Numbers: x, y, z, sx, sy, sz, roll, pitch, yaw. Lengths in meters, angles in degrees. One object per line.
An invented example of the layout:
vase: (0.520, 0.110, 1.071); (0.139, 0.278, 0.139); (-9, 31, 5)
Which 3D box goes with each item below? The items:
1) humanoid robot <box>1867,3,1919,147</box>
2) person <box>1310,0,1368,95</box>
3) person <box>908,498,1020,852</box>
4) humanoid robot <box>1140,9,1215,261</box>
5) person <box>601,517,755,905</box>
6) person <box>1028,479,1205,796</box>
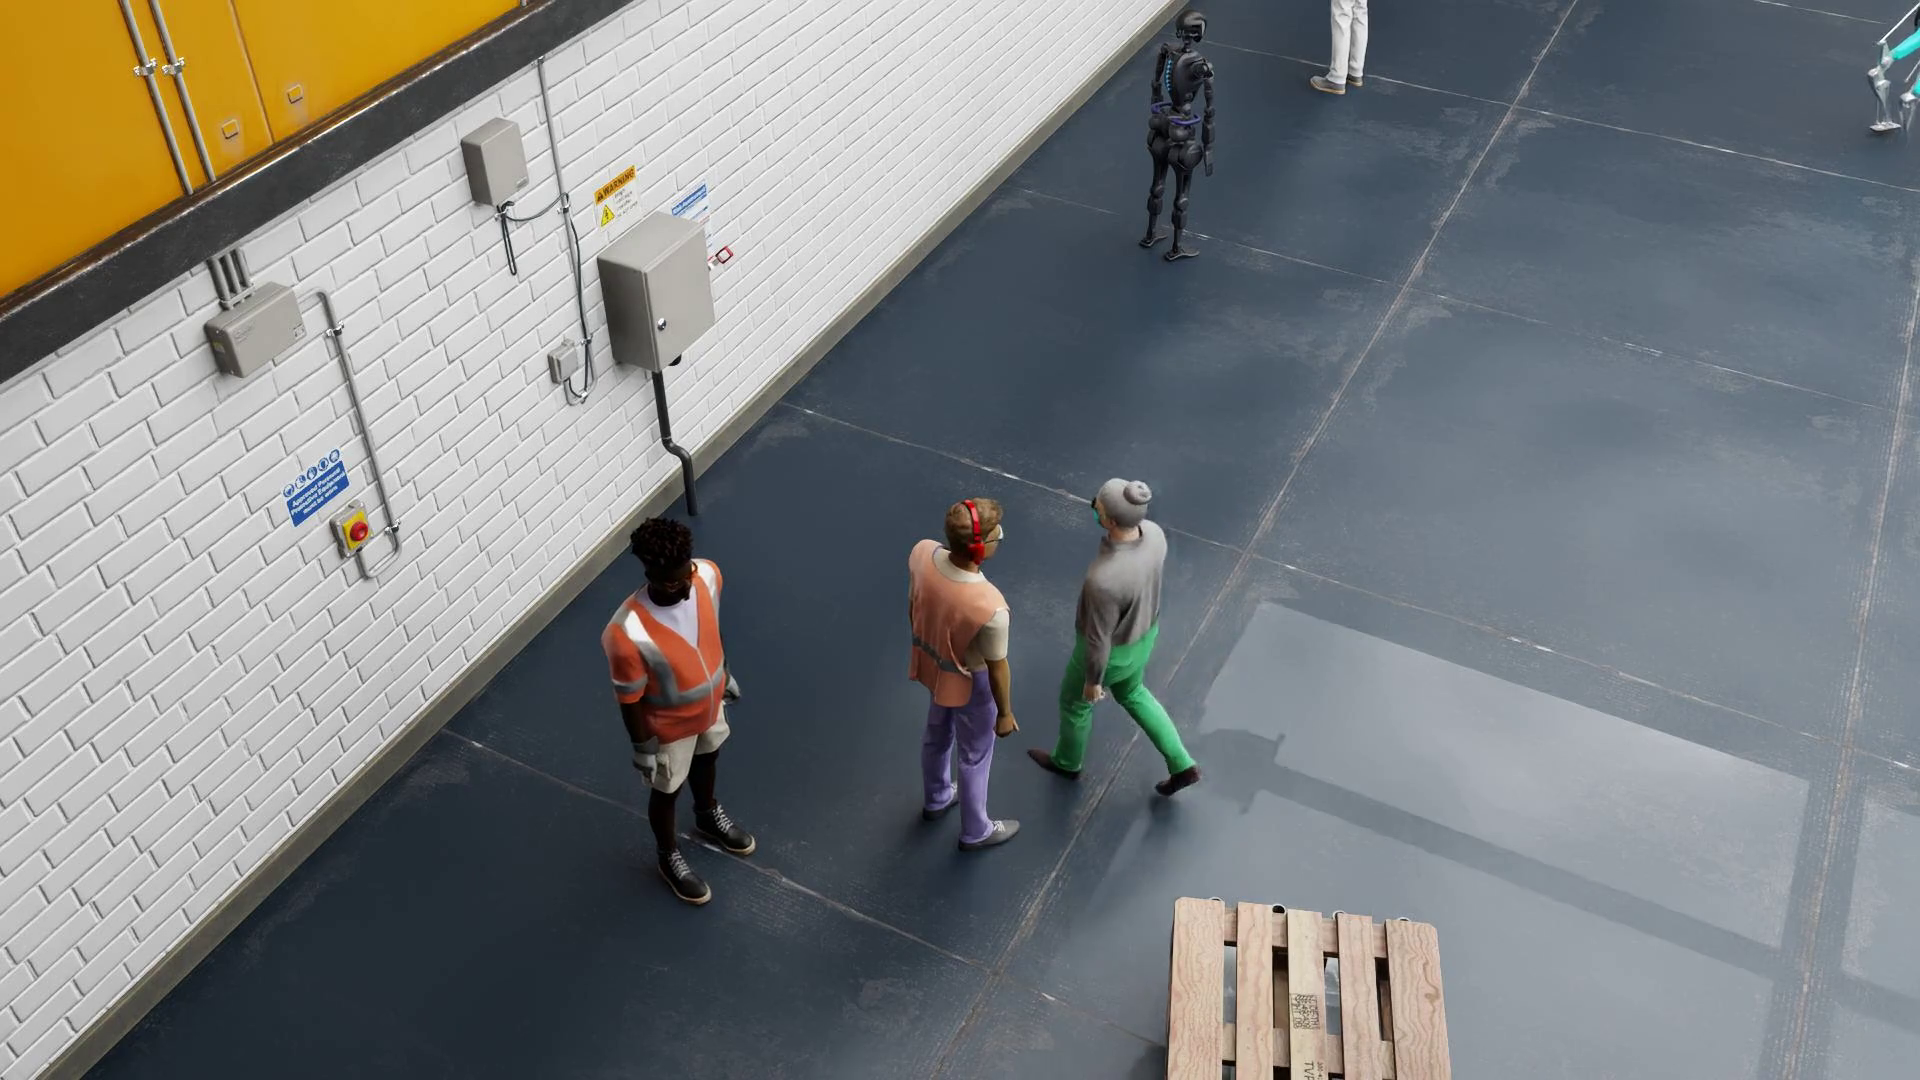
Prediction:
humanoid robot: (6.948, -3.634, 11.995); (0.732, 1.887, 0.544); (-12, 42, -13)
person: (2.969, -4.322, 12.626); (0.573, 1.875, 0.362); (-31, 49, -31)
person: (0.000, 0.587, 6.952); (0.373, 1.840, 0.568); (-28, 48, -28)
humanoid robot: (1.414, -2.642, 10.811); (0.315, 1.657, 0.599); (-25, 47, -26)
person: (-1.125, 0.675, 6.757); (0.366, 1.964, 0.605); (24, 46, 26)
person: (0.709, 0.443, 7.140); (0.763, 1.824, 0.529); (27, 47, 28)
